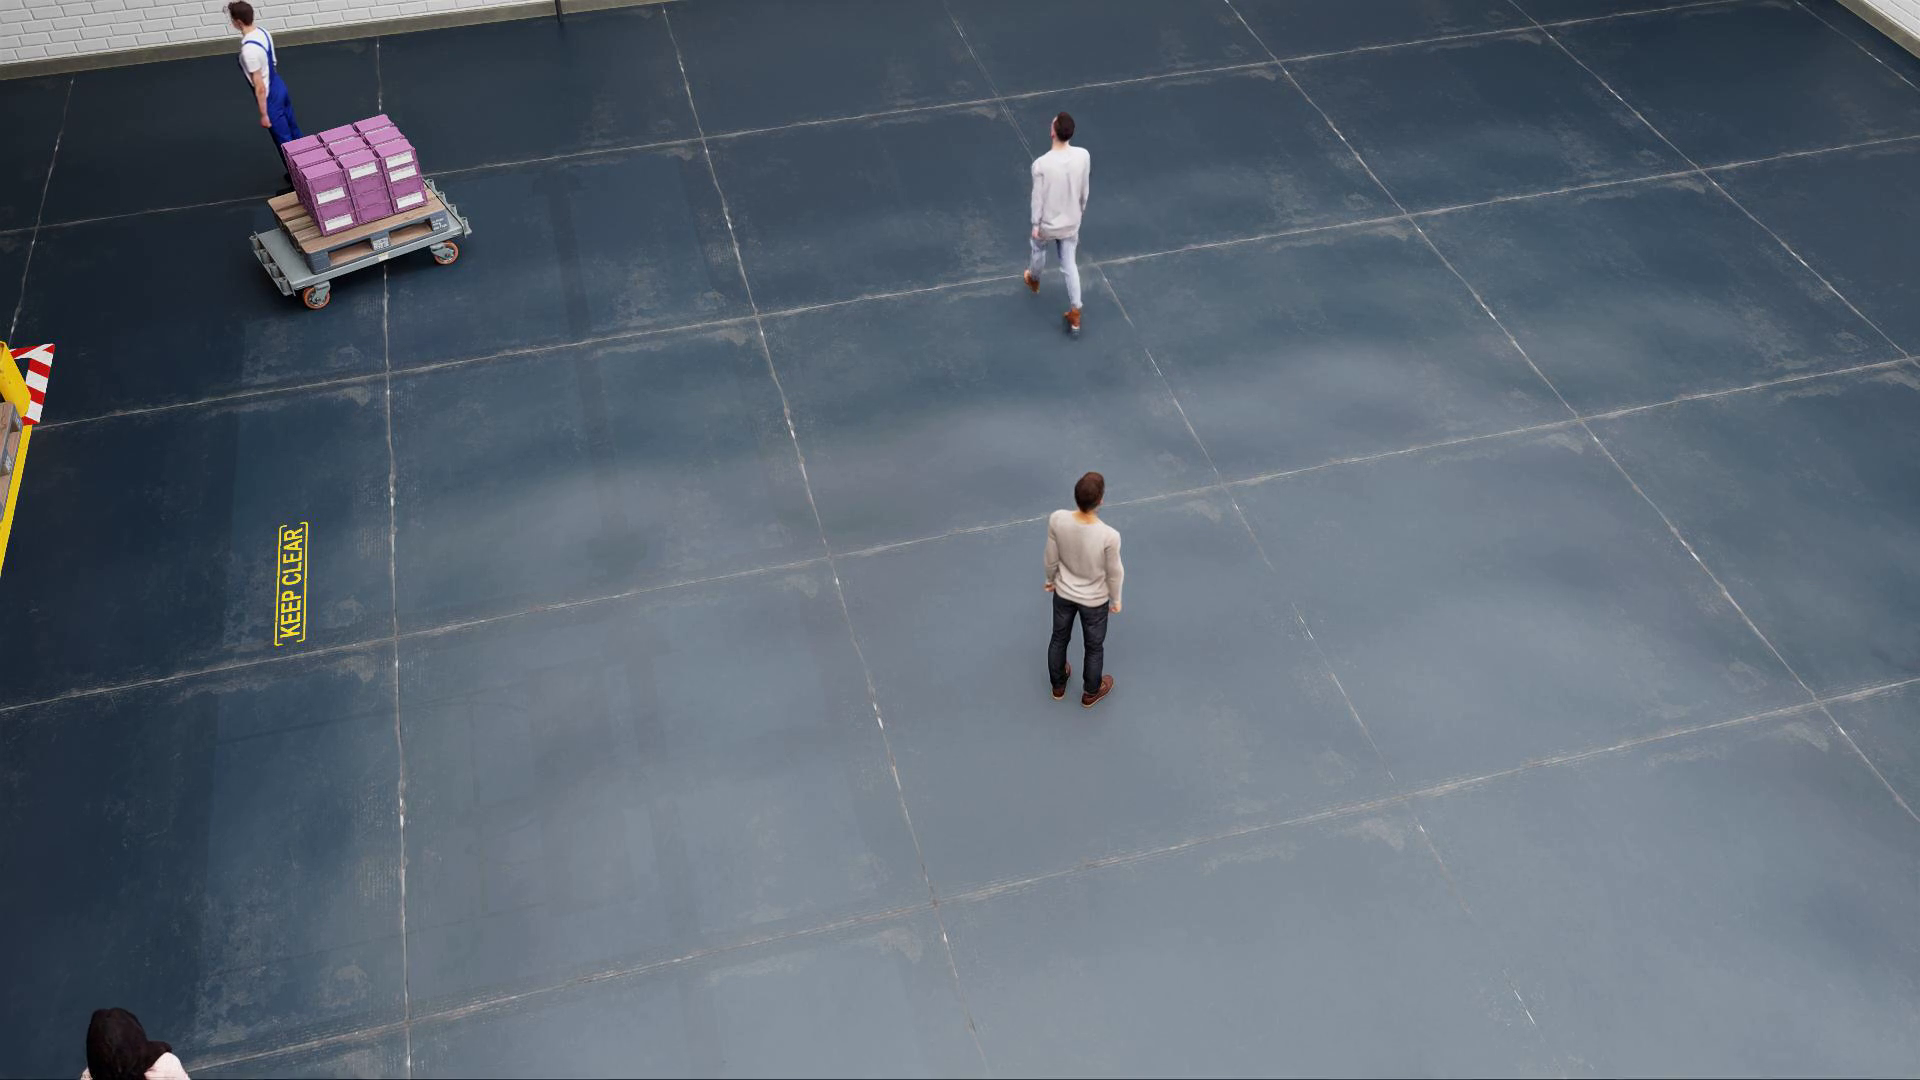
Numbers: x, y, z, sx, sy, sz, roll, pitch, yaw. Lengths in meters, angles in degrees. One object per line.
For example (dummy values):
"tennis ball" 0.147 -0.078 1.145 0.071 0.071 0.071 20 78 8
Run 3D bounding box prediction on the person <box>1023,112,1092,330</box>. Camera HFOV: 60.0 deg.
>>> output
"person" 0.828 -2.516 13.295 0.776 1.795 1.188 -15 46 -15

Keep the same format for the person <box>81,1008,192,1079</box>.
"person" -3.710 2.747 7.792 0.688 1.765 0.603 -4 44 -4

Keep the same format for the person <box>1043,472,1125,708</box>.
"person" 0.748 0.322 10.266 0.746 1.865 0.784 18 46 18

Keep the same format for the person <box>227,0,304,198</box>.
"person" -6.077 -3.892 14.700 0.752 1.849 0.619 1 44 2
